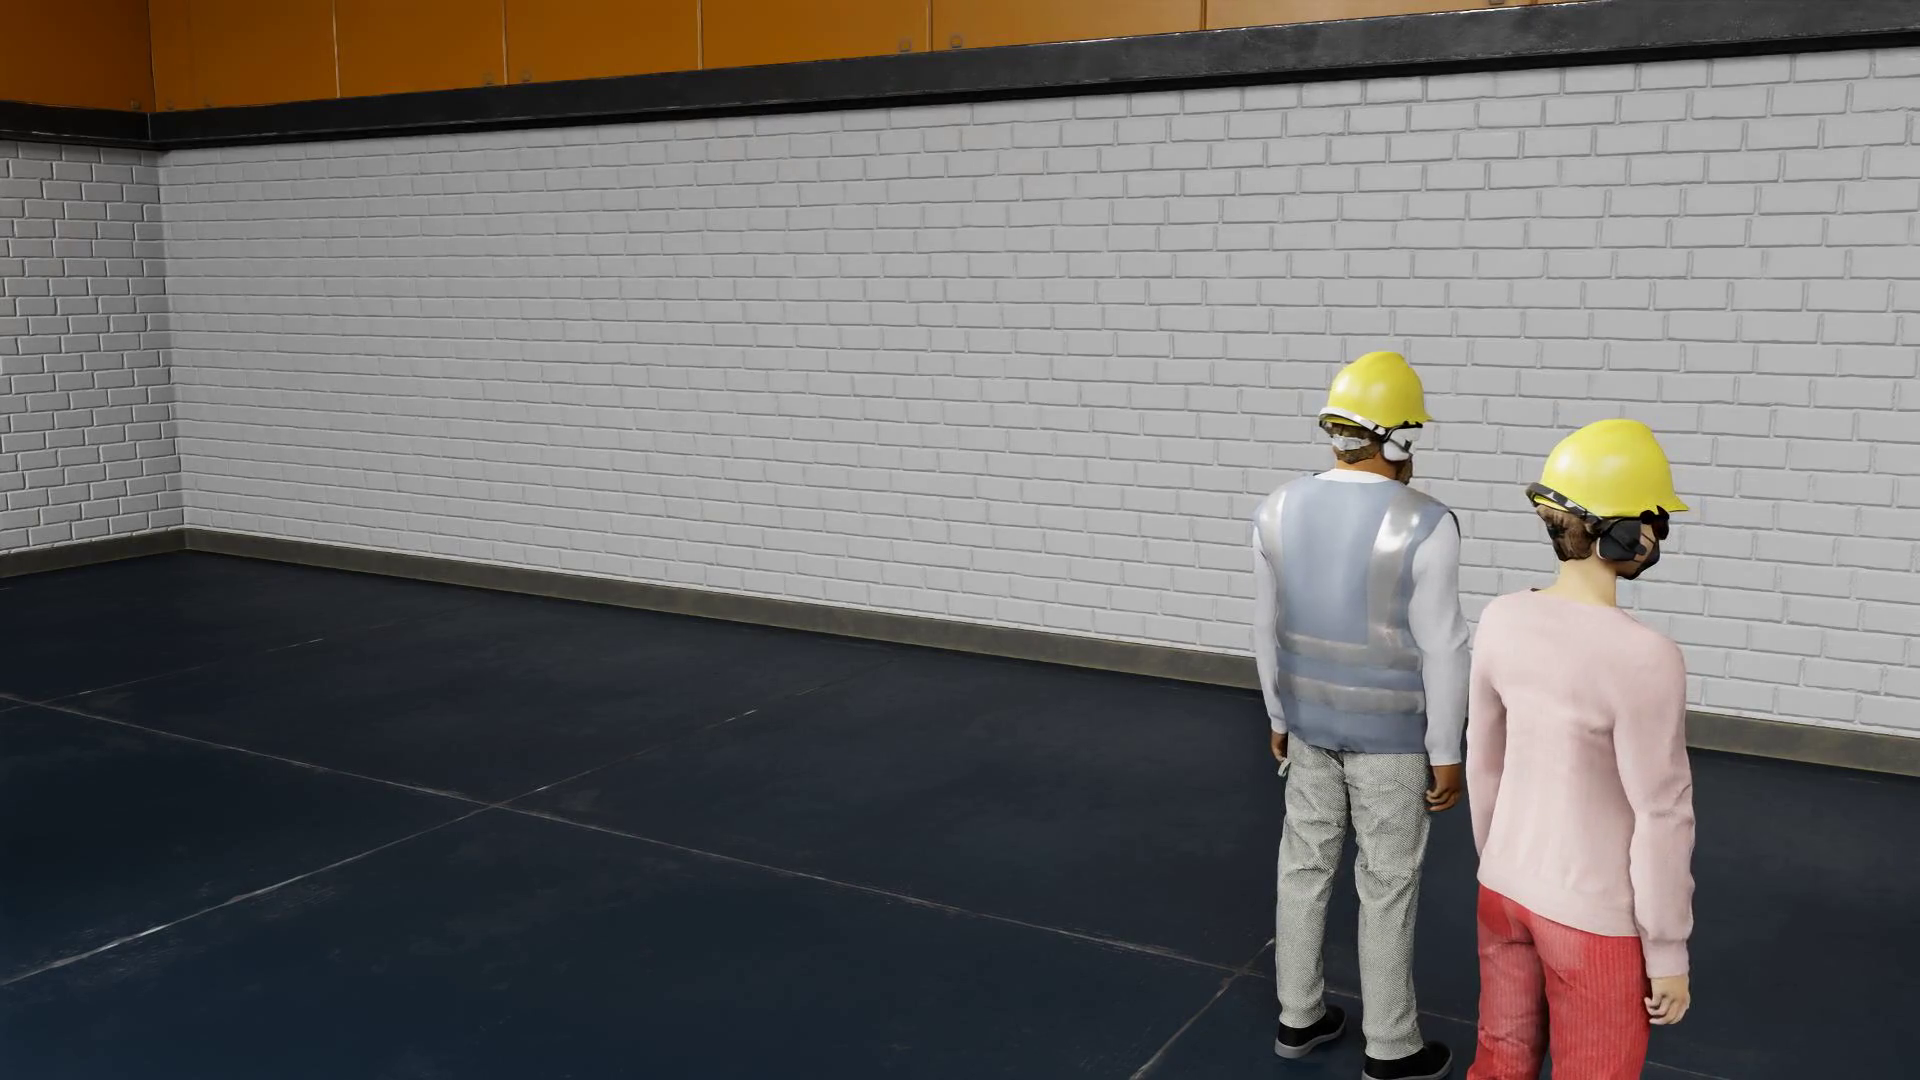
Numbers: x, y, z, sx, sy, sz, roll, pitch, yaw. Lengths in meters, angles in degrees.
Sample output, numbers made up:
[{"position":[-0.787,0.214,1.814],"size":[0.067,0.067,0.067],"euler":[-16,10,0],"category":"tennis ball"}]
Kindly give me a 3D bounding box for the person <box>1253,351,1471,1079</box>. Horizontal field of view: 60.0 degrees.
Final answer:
[{"position":[1.009,0.450,4.160],"size":[0.403,1.833,0.590],"euler":[-8,12,-42],"category":"person"}]

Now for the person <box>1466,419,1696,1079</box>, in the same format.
[{"position":[1.124,0.665,3.026],"size":[0.315,1.770,0.524],"euler":[-3,10,-20],"category":"person"}]
